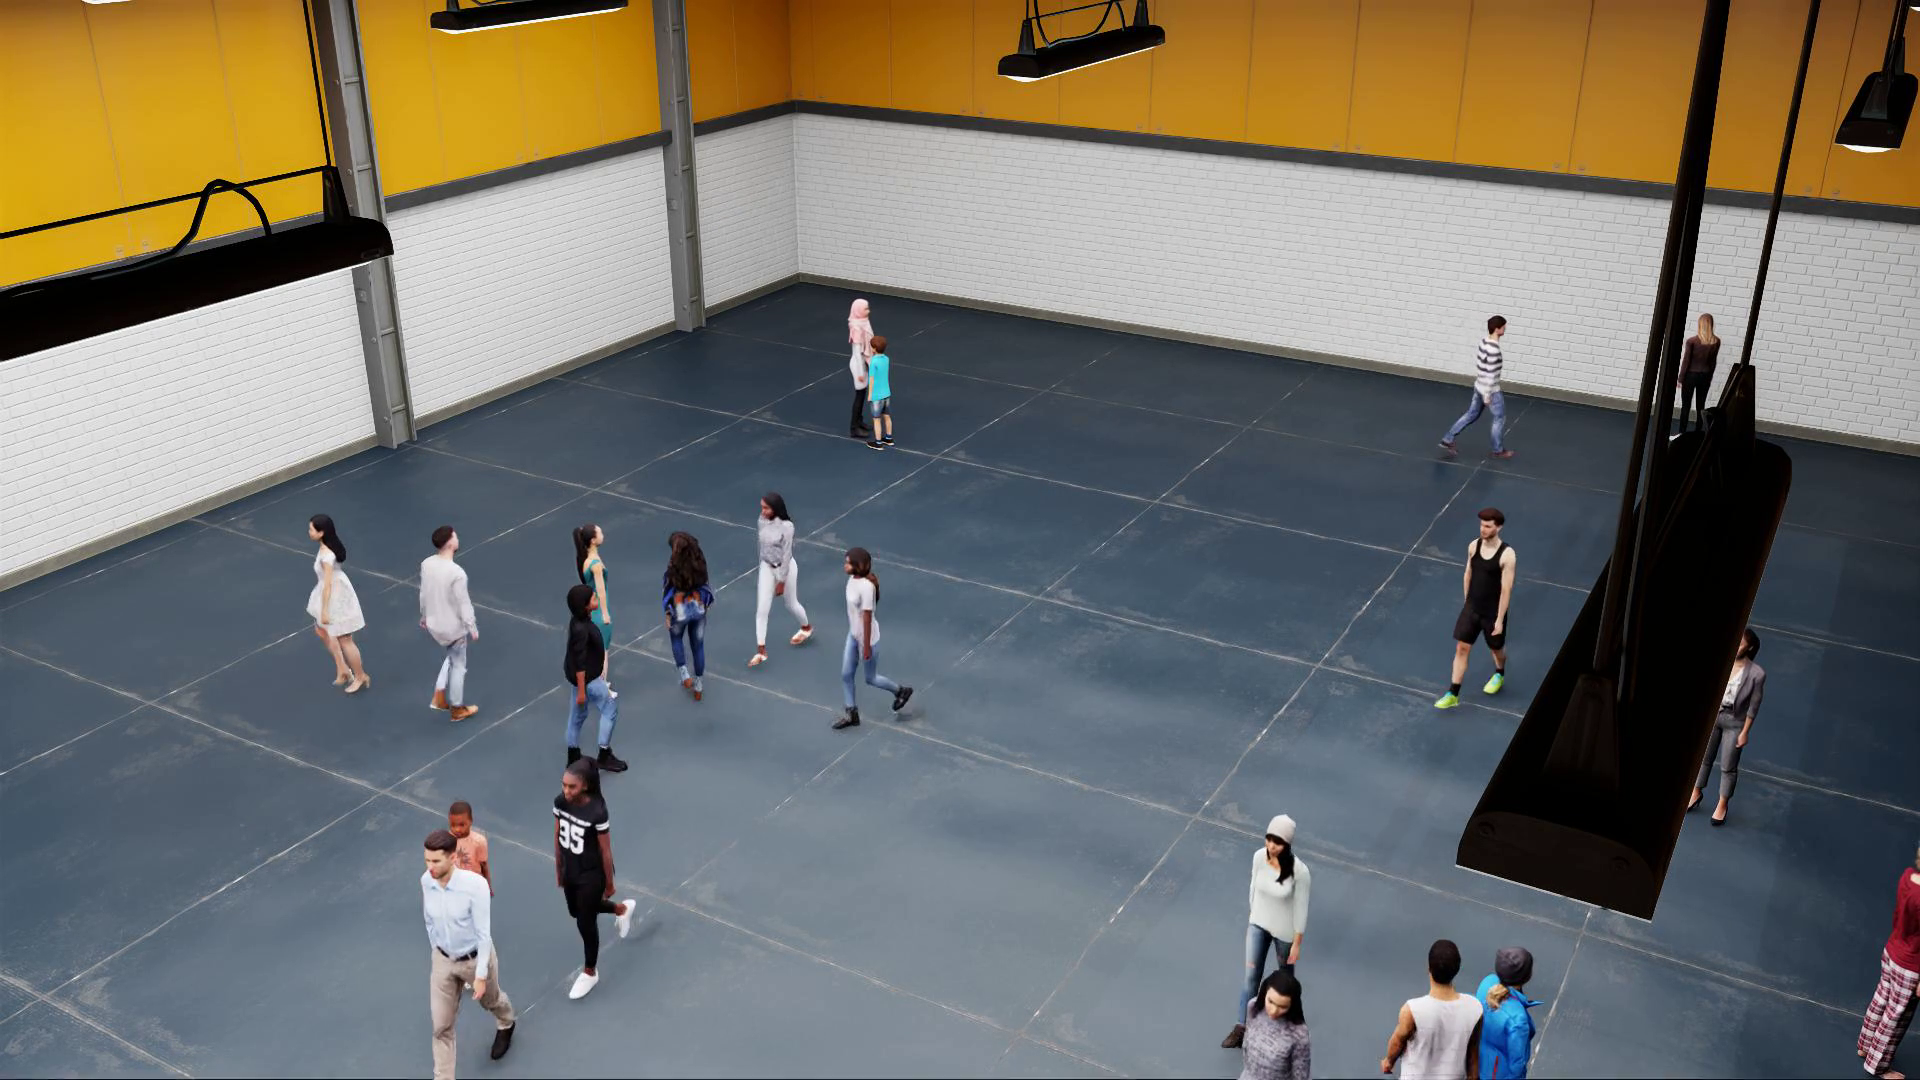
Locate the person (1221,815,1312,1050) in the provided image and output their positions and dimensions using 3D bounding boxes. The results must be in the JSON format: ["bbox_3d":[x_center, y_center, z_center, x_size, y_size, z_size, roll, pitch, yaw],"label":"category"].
[{"bbox_3d":[2.088,2.485,10.794,0.652,1.604,1.076,15,28,31],"label":"person"}]

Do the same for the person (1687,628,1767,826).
[{"bbox_3d":[6.024,1.442,13.087,0.711,1.679,0.703,-18,29,-35],"label":"person"}]

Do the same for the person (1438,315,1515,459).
[{"bbox_3d":[6.381,-1.848,20.447,1.113,1.813,1.200,-1,24,-1],"label":"person"}]

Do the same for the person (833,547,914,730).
[{"bbox_3d":[-0.772,0.854,14.410,1.083,1.697,0.924,-9,25,-20],"label":"person"}]

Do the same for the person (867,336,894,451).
[{"bbox_3d":[-1.002,-1.864,20.939,0.579,1.448,0.434,15,28,30],"label":"person"}]

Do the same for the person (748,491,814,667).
[{"bbox_3d":[-1.650,0.315,15.659,0.624,1.684,1.084,16,28,32],"label":"person"}]

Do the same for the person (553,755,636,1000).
[{"bbox_3d":[-2.473,2.221,11.263,0.609,1.711,0.976,13,27,28],"label":"person"}]

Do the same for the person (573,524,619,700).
[{"bbox_3d":[-3.266,0.640,14.915,0.624,1.684,0.606,-12,26,-25],"label":"person"}]

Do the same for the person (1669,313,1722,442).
[{"bbox_3d":[9.303,-2.029,20.995,0.676,1.704,0.698,-2,24,-6],"label":"person"}]

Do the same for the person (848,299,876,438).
[{"bbox_3d":[-1.278,-2.209,21.289,0.759,1.800,0.630,3,24,7],"label":"person"}]

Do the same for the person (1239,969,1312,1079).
[{"bbox_3d":[1.819,3.079,9.340,1.263,1.680,0.851,-21,31,-39],"label":"person"}]

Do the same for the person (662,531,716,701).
[{"bbox_3d":[-2.418,0.696,14.879,0.755,1.611,0.830,-8,25,-17],"label":"person"}]

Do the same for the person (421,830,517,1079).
[{"bbox_3d":[-3.031,2.575,10.340,0.927,1.804,1.270,4,24,9],"label":"person"}]

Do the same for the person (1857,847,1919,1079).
[{"bbox_3d":[5.929,2.612,10.401,0.742,1.687,0.565,4,24,9],"label":"person"}]

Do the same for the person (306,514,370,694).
[{"bbox_3d":[-5.522,0.578,14.963,0.904,1.759,0.844,-6,24,-14],"label":"person"}]

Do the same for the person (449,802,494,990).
[{"bbox_3d":[-3.403,2.356,11.468,0.717,1.300,0.931,2,24,4],"label":"person"}]

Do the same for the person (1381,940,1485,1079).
[{"bbox_3d":[2.634,3.094,9.211,0.900,1.756,0.970,-5,24,-11],"label":"person"}]

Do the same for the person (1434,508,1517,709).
[{"bbox_3d":[4.739,0.599,14.804,1.259,1.848,0.925,-20,31,-38],"label":"person"}]

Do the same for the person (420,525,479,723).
[{"bbox_3d":[-4.511,0.765,14.460,0.749,1.819,0.700,17,29,34],"label":"person"}]

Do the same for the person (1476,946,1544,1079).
[{"bbox_3d":[2.994,3.025,9.326,0.751,1.791,0.667,-4,24,-8],"label":"person"}]

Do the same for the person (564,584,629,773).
[{"bbox_3d":[-3.176,1.180,13.687,0.836,1.679,0.764,-8,25,-18],"label":"person"}]
